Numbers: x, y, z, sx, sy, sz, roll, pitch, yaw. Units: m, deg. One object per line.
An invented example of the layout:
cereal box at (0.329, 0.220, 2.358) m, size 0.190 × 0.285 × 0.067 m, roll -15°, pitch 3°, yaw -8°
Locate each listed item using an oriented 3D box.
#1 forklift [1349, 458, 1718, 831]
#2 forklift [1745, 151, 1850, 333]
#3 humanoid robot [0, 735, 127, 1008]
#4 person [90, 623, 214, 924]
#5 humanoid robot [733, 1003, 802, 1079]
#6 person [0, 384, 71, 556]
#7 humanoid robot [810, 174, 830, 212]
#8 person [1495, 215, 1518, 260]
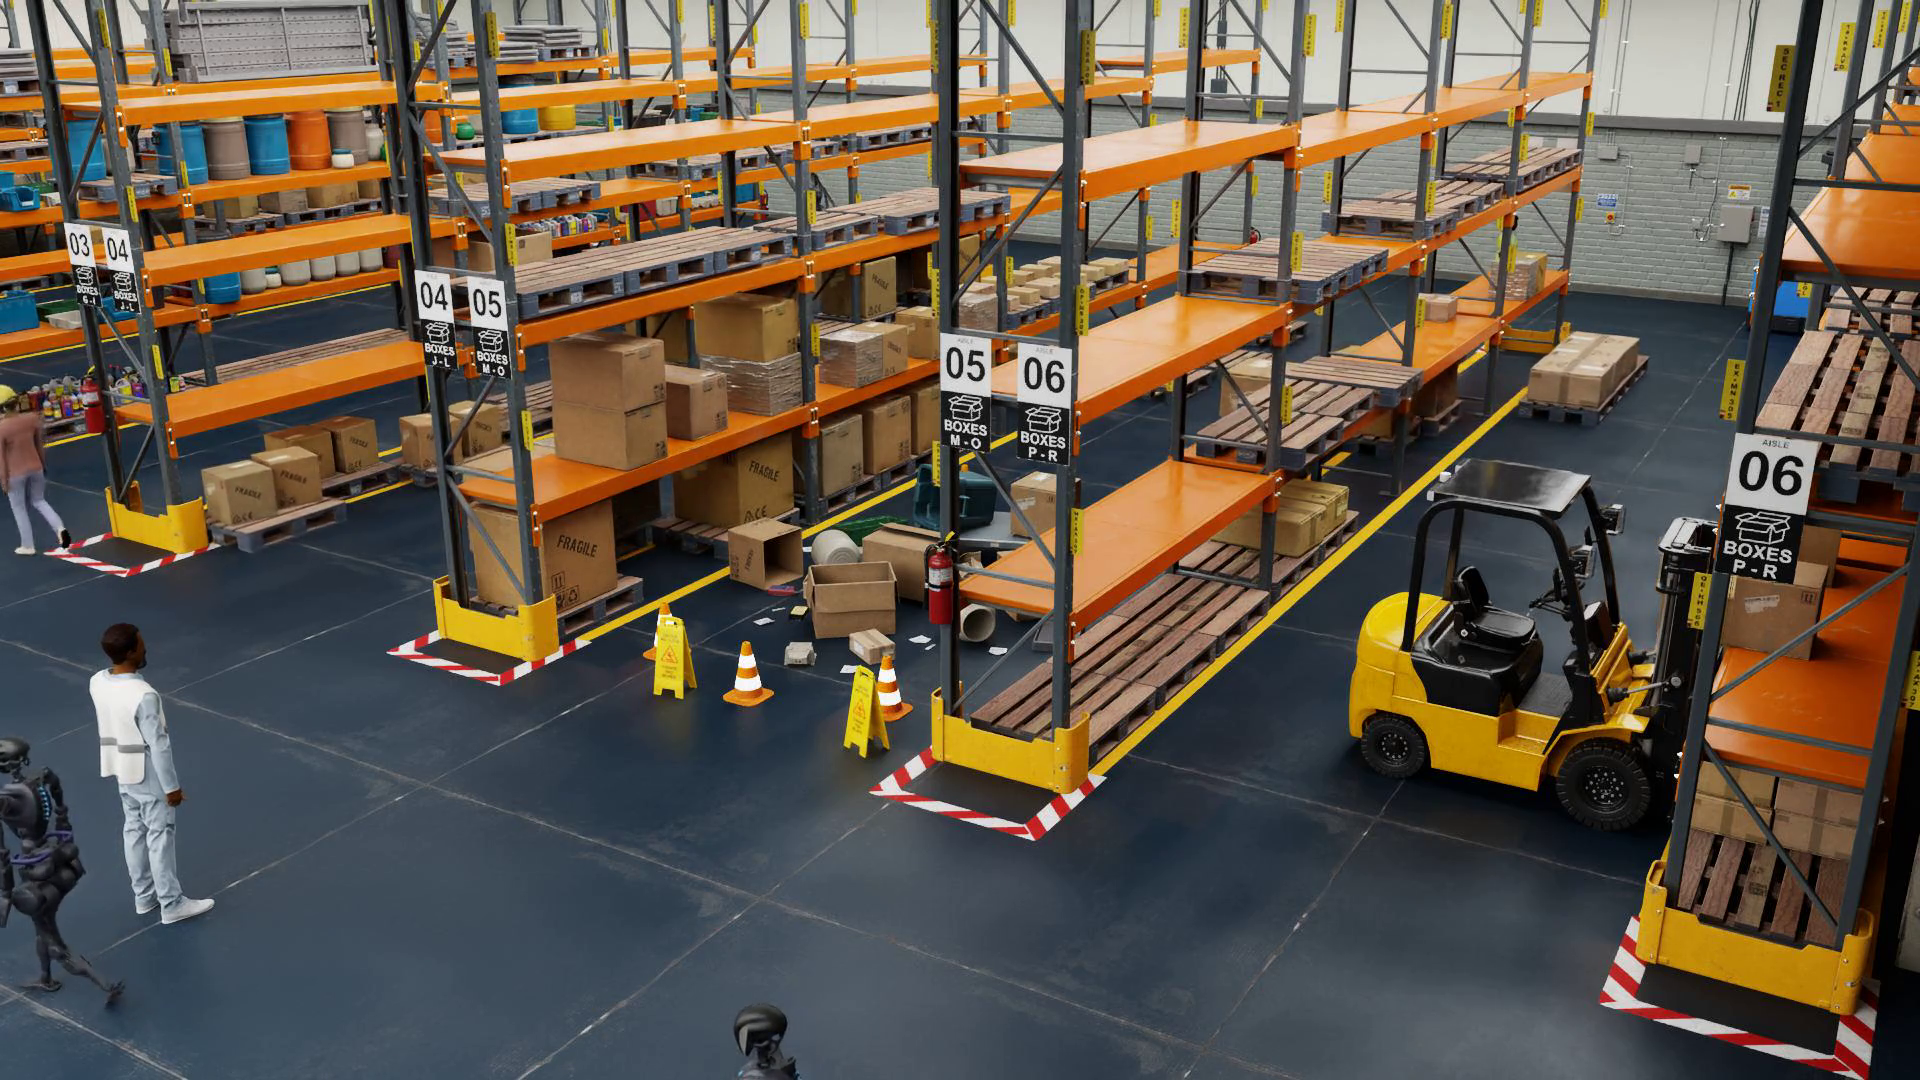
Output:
forklift at (3.988, 0.658, 11.776) m, size 2.313 × 2.155 × 1.214 m, roll 11°, pitch 22°, yaw 29°
forklift at (13.620, -4.667, 26.137) m, size 1.873 × 2.768 × 1.129 m, roll 11°, pitch 22°, yaw 29°
humanoid robot at (-5.038, 1.843, 9.222) m, size 0.754 × 1.645 × 0.608 m, roll 3°, pitch 19°, yaw 9°
person at (-4.927, 1.406, 10.025) m, size 0.591 × 1.921 × 0.390 m, roll 12°, pitch 22°, yaw 30°
humanoid robot at (-0.803, 2.641, 6.822) m, size 0.340 × 1.656 × 0.611 m, roll -1°, pitch 19°, yaw -3°
person at (-9.143, -0.669, 16.276) m, size 0.548 × 1.746 × 0.537 m, roll 10°, pitch 21°, yaw 26°
humanoid robot at (-2.852, -6.534, 33.440) m, size 0.593 × 1.629 × 0.792 m, roll -14°, pitch 23°, yaw -34°
person at (9.052, -4.559, 27.601) m, size 0.318 × 1.698 × 0.538 m, roll 15°, pitch 24°, yaw 37°
